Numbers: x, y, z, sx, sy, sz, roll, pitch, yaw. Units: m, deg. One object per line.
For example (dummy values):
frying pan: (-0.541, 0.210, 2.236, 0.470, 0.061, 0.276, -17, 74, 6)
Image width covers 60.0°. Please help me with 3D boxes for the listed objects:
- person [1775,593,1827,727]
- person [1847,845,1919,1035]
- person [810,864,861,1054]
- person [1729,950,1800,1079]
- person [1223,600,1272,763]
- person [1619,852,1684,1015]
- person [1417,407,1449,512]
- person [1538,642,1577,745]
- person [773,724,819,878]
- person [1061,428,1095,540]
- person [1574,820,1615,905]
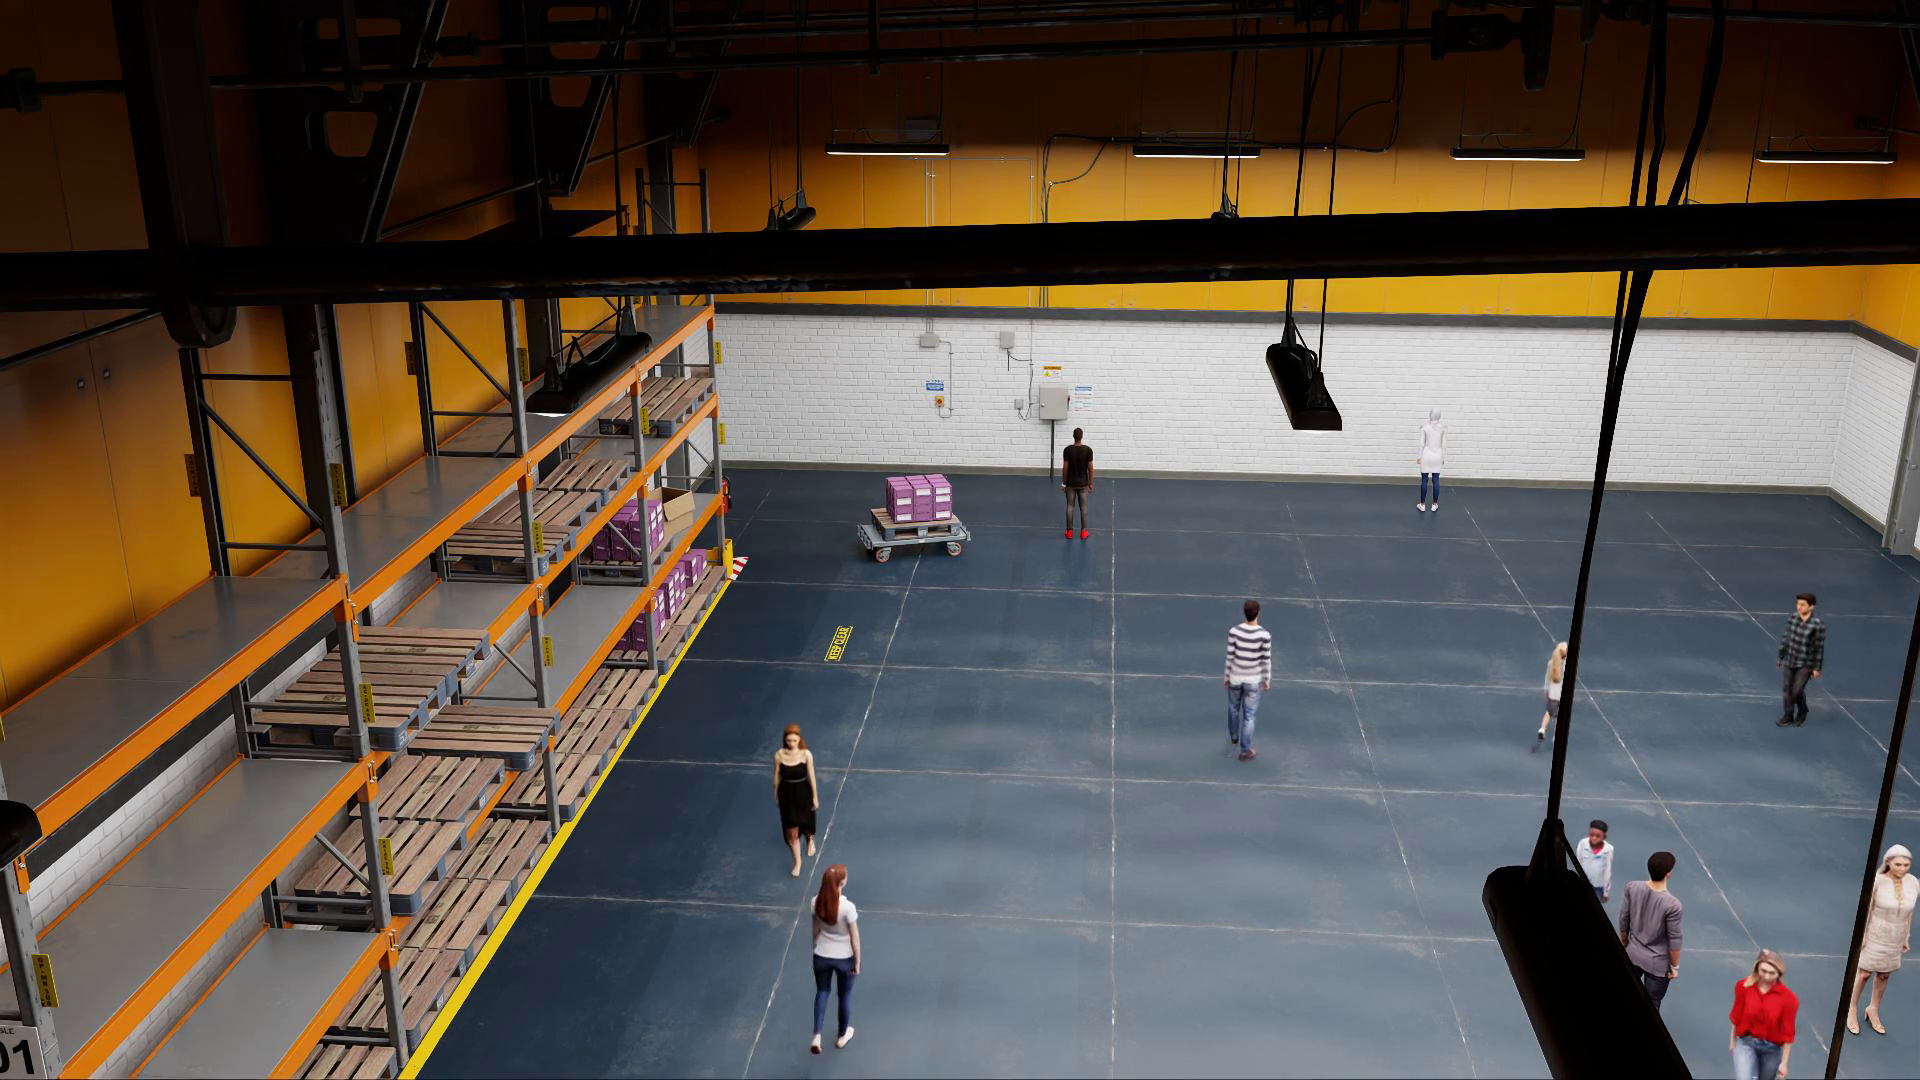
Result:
person: (10.052, 1.423, 19.784, 0.859, 1.701, 0.787, -9, 21, -26)
person: (7.737, 3.343, 13.954, 0.613, 1.736, 0.559, 0, 19, 0)
person: (-1.061, 3.468, 13.597, 0.693, 1.727, 0.913, 6, 19, 16)
person: (6.070, 3.826, 12.601, 0.905, 1.684, 1.128, 11, 22, 30)
person: (3.239, 1.616, 18.948, 0.821, 1.822, 1.002, 8, 20, 22)
person: (5.638, 3.390, 13.633, 0.799, 1.853, 0.724, -14, 23, -35)
person: (7.898, -1.362, 27.866, 0.608, 1.775, 0.530, 3, 19, 8)
person: (6.931, 1.792, 19.296, 0.747, 1.266, 0.683, -16, 25, -40)
person: (-1.618, 2.532, 16.556, 0.593, 1.612, 0.734, 1, 19, 4)
person: (1.861, -0.911, 26.480, 0.658, 1.805, 0.517, 1, 19, 2)
person: (5.849, 3.144, 15.345, 0.724, 1.226, 0.926, 11, 21, 29)
